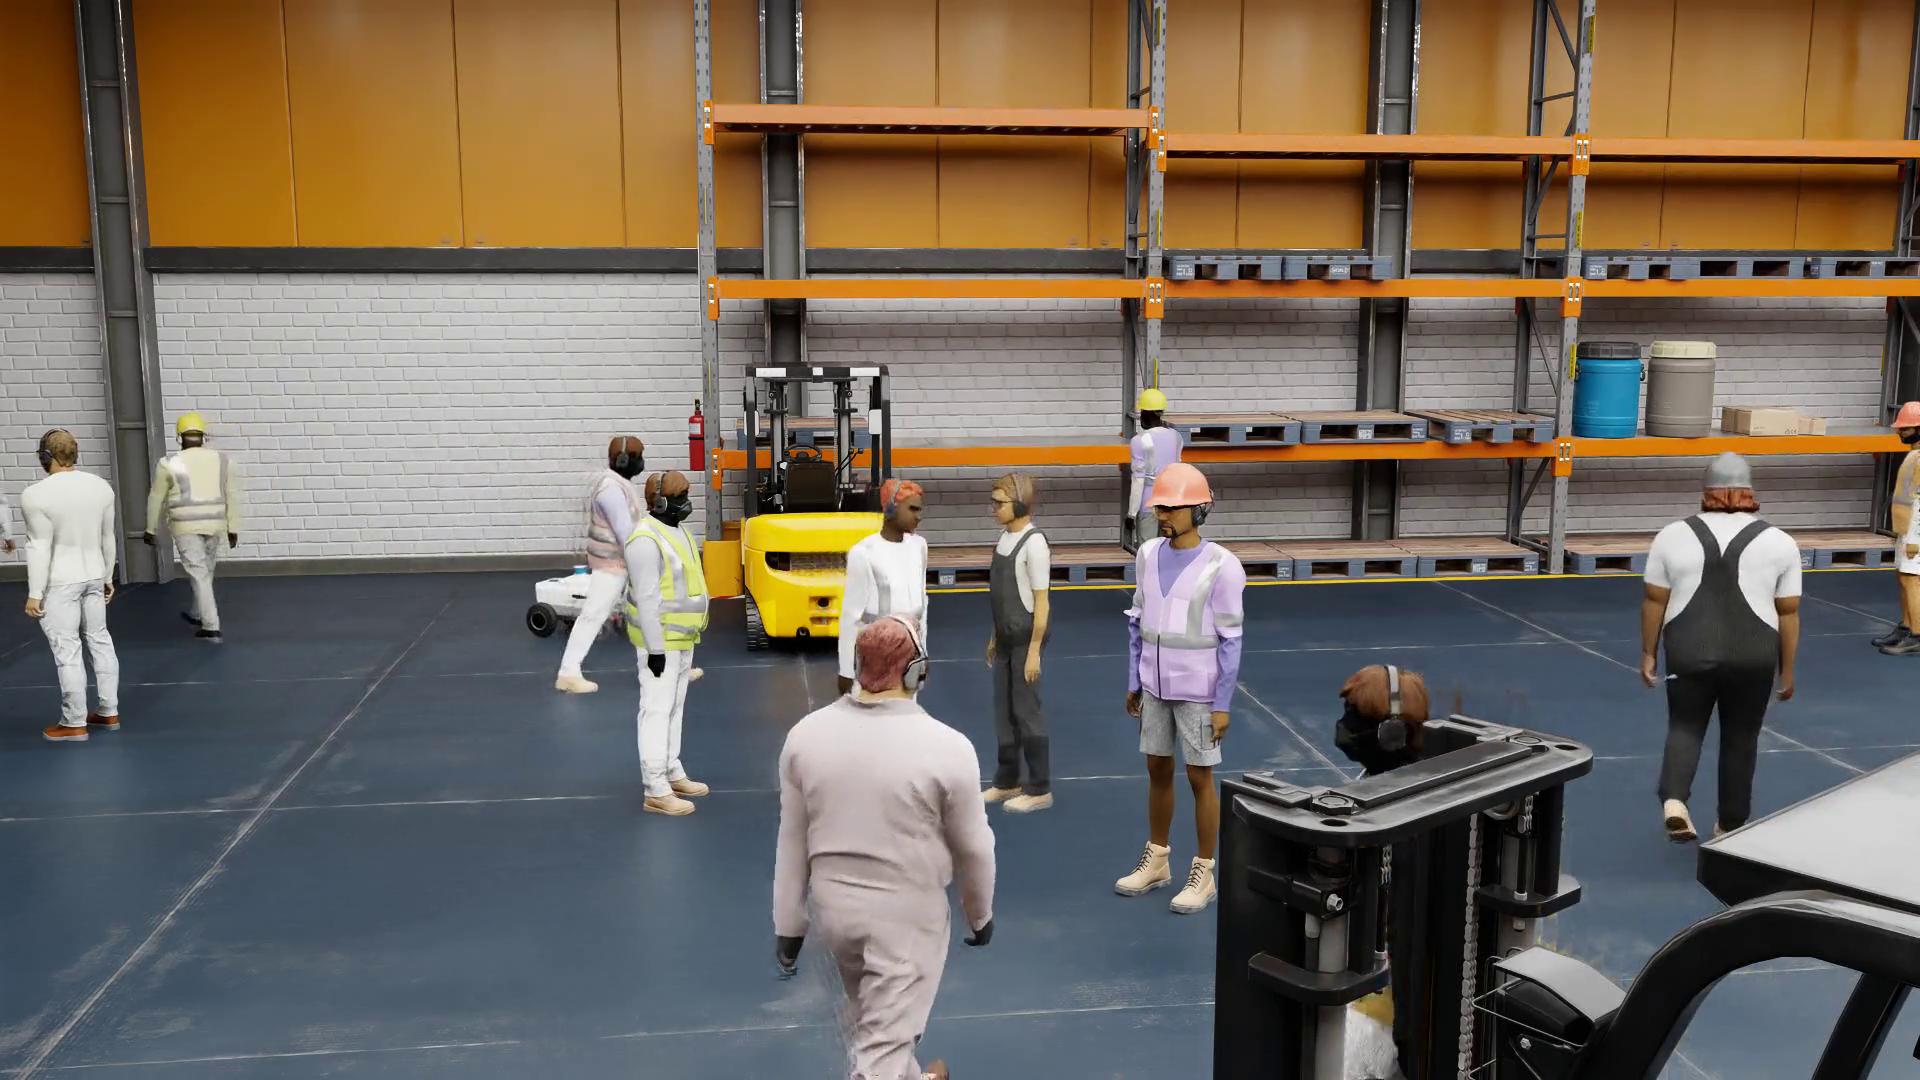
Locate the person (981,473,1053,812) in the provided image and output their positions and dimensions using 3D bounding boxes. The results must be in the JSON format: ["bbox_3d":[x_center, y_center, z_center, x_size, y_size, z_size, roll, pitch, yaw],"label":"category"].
[{"bbox_3d":[0.283,0.559,8.924,0.445,1.842,0.551,-4,10,-23],"label":"person"}]

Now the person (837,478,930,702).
[{"bbox_3d":[-0.435,0.602,8.603,0.458,1.851,0.707,8,12,39],"label":"person"}]

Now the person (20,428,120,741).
[{"bbox_3d":[-5.513,0.276,10.316,0.356,1.937,0.638,3,10,19],"label":"person"}]

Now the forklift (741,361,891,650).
[{"bbox_3d":[-1.154,-0.340,13.365,1.214,2.155,2.313,-1,9,-7],"label":"forklift"}]

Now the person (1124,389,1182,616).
[{"bbox_3d":[1.603,-0.304,13.972,0.606,1.924,0.383,-9,13,-43],"label":"person"}]

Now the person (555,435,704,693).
[{"bbox_3d":[-2.340,0.176,11.455,1.009,1.791,0.608,0,9,2],"label":"person"}]

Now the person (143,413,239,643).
[{"bbox_3d":[-6.114,-0.108,13.182,0.890,1.785,0.609,7,11,36],"label":"person"}]

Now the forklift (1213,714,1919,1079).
[{"bbox_3d":[1.441,1.425,2.350,1.214,2.155,2.313,-7,12,-39],"label":"forklift"}]

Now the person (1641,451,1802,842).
[{"bbox_3d":[3.777,0.549,8.292,0.719,2.000,0.659,5,10,27],"label":"person"}]

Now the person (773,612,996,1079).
[{"bbox_3d":[-0.191,1.142,5.146,0.652,1.868,0.865,5,10,28],"label":"person"}]

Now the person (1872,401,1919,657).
[{"bbox_3d":[7.185,-0.065,12.599,0.377,1.886,0.553,4,10,22],"label":"person"}]

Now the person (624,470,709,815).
[{"bbox_3d":[-1.565,0.538,8.982,0.430,1.845,0.620,1,9,8],"label":"person"}]

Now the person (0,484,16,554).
[{"bbox_3d":[-7.486,-0.032,12.617,0.682,1.805,0.618,5,10,30],"label":"person"}]

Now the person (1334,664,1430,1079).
[{"bbox_3d":[1.118,1.238,4.657,0.696,1.823,0.621,3,9,15],"label":"person"}]

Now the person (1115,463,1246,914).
[{"bbox_3d":[0.990,0.666,7.560,0.374,2.044,0.605,-9,13,-44],"label":"person"}]

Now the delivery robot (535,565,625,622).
[{"bbox_3d":[-3.021,0.446,13.268,0.707,0.478,0.477,4,10,23],"label":"delivery robot"}]
